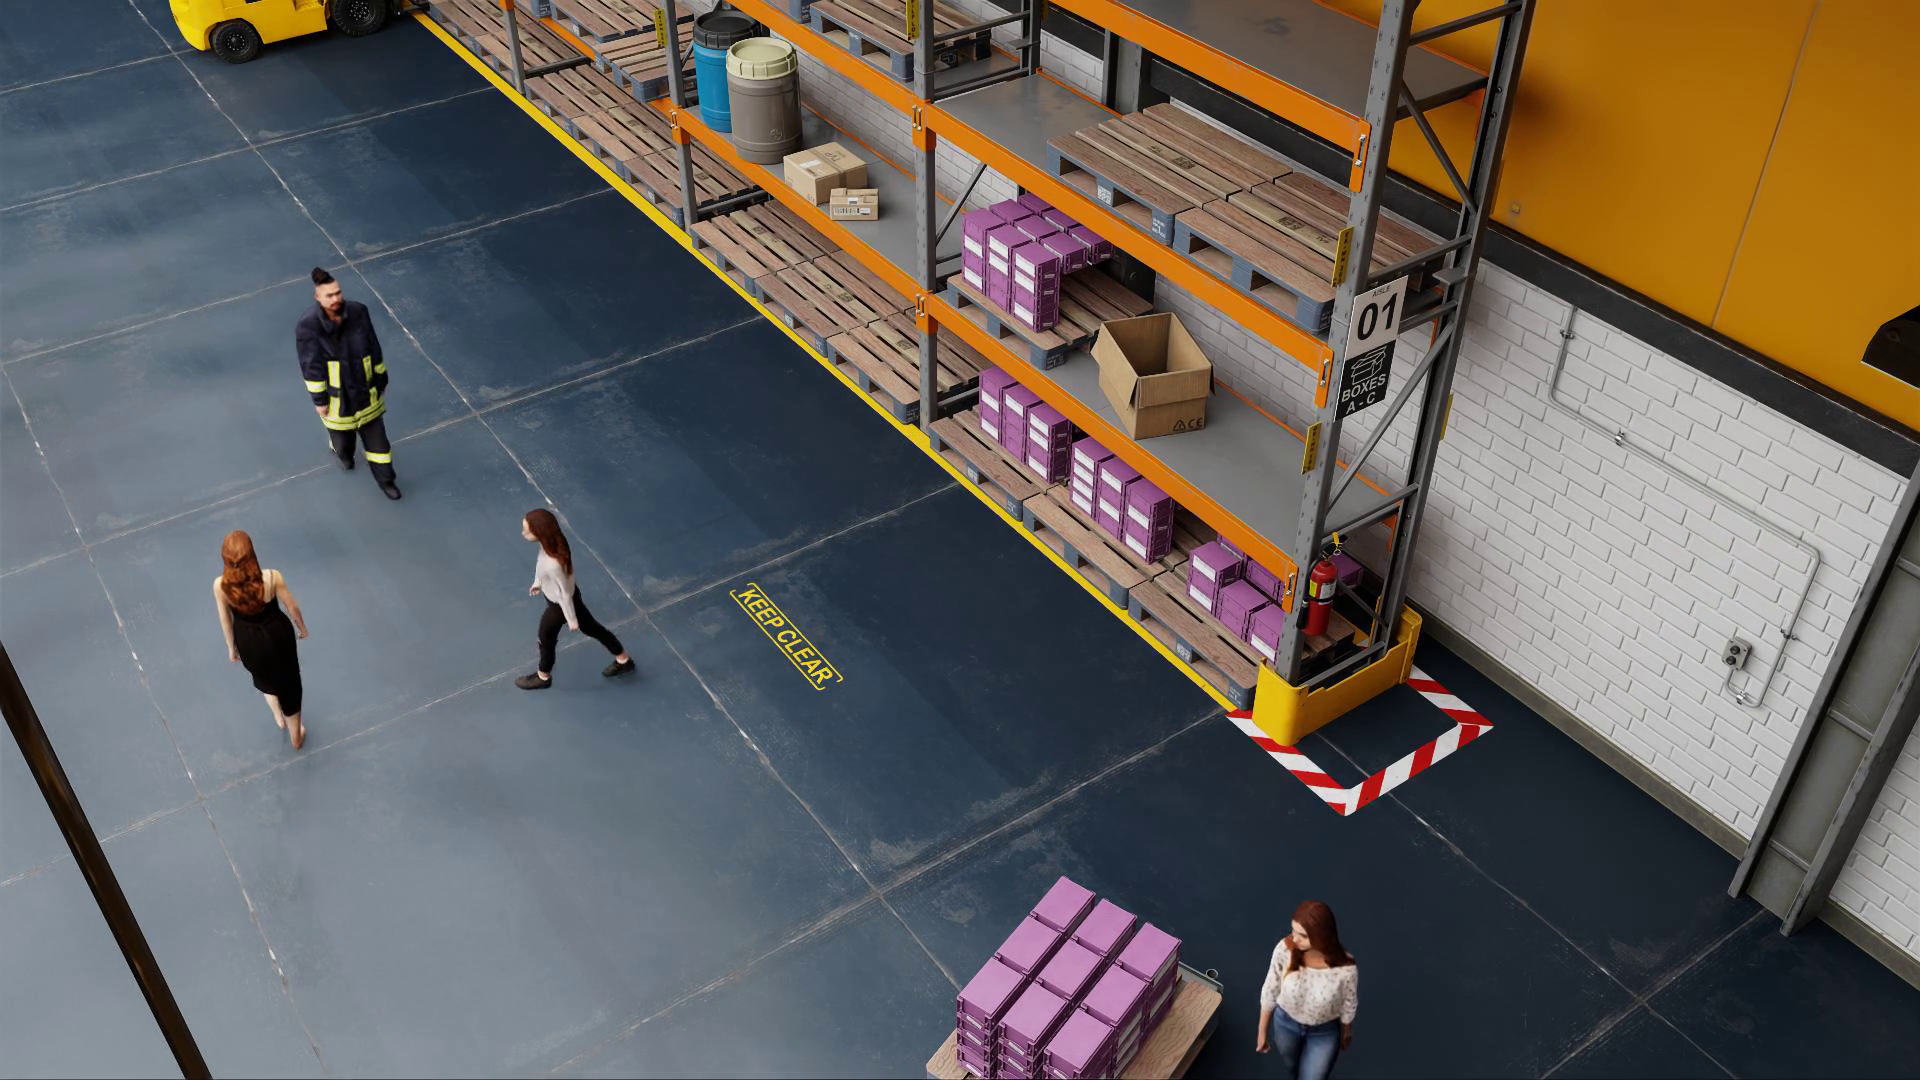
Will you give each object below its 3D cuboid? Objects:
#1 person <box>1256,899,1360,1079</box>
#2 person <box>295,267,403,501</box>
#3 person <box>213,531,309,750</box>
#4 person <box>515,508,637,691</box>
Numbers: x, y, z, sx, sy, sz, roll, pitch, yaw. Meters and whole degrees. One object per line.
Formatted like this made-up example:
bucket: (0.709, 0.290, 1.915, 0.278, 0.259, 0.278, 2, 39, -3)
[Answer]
person: (1.680, 2.265, 7.974, 0.963, 1.701, 0.917, 17, 42, 20)
person: (-4.505, -1.165, 12.156, 0.729, 1.843, 0.921, -24, 44, -27)
person: (-4.204, 0.664, 10.052, 0.700, 1.611, 0.730, -9, 40, -11)
person: (-2.436, 0.376, 10.544, 0.907, 1.446, 1.016, -4, 39, -5)
